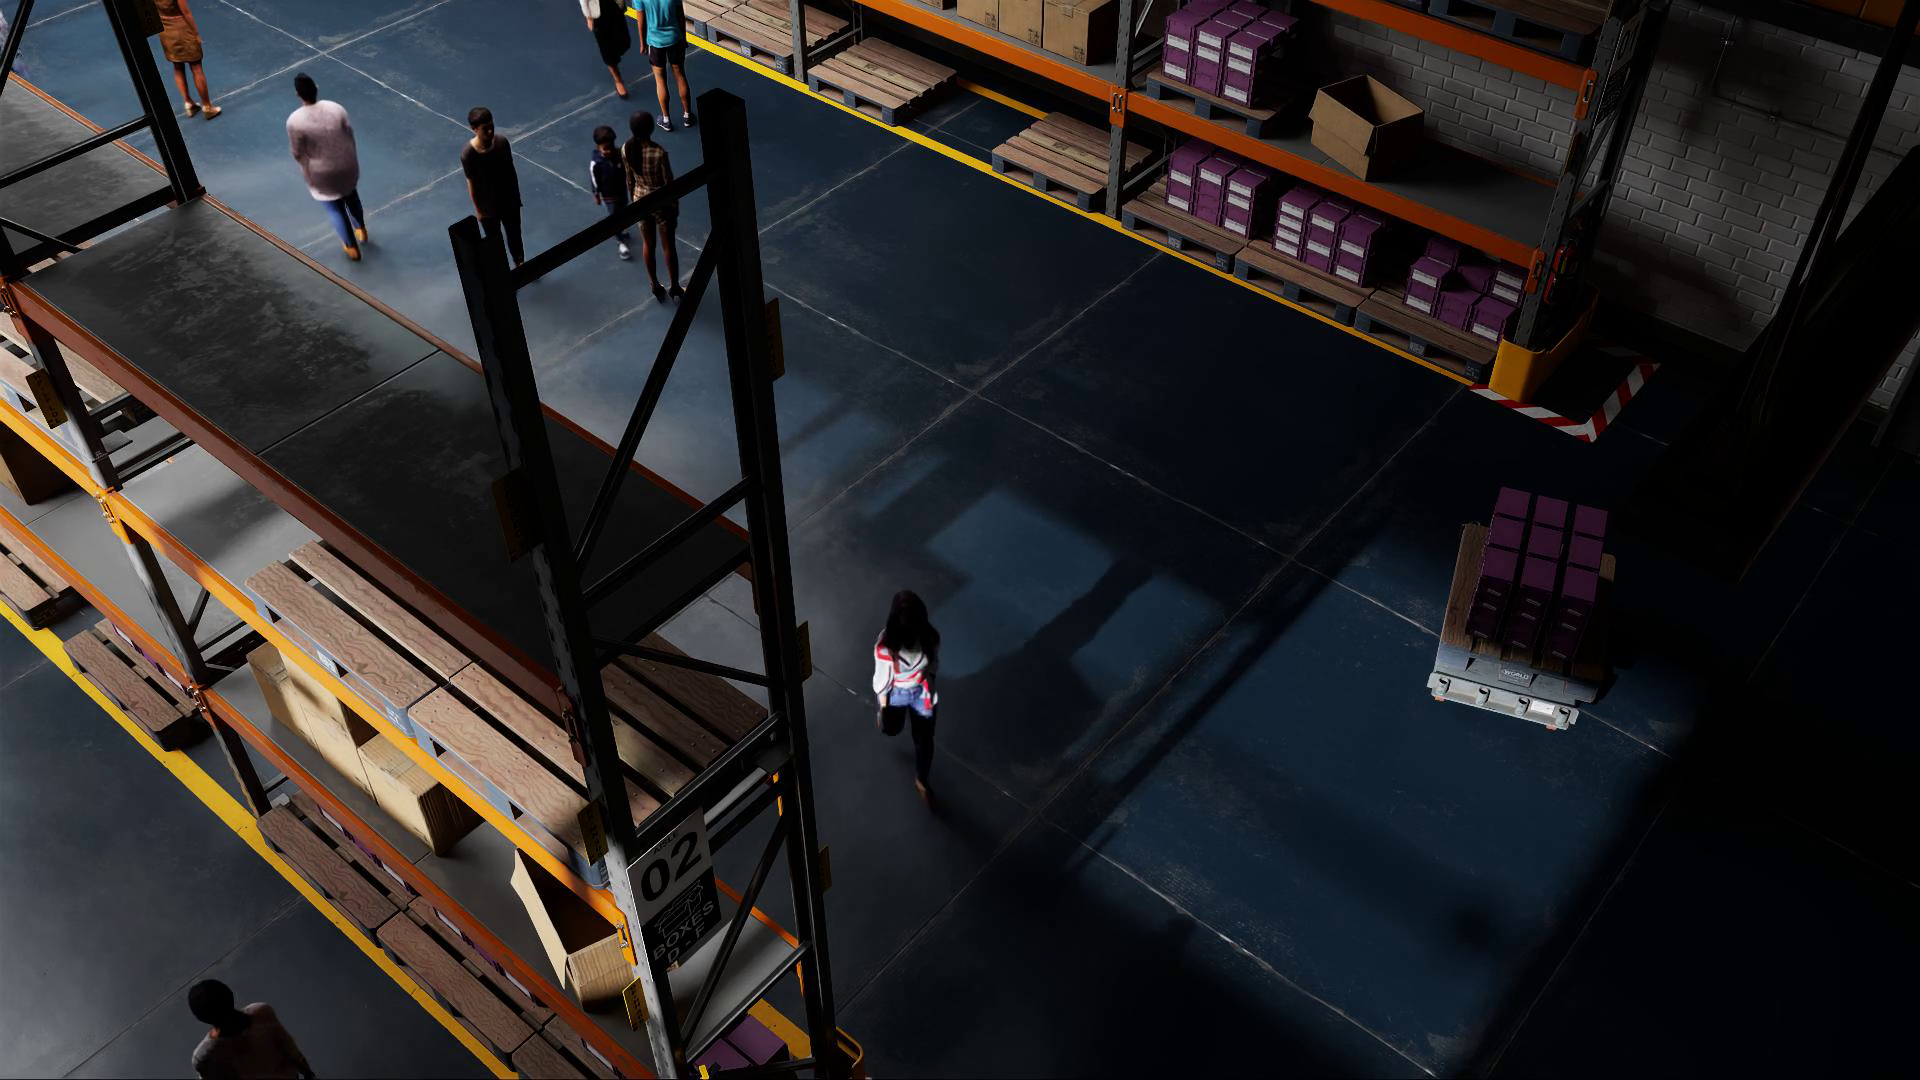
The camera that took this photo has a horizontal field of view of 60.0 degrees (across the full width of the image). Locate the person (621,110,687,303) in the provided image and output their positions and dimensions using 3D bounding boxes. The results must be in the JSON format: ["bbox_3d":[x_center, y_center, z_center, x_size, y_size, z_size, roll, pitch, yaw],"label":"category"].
[{"bbox_3d":[-2.549,-2.772,13.873,0.615,1.795,0.728,12,45,12],"label":"person"}]

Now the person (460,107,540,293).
[{"bbox_3d":[-3.937,-2.895,14.063,0.629,1.711,0.578,-32,52,-29],"label":"person"}]

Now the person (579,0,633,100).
[{"bbox_3d":[-3.554,-5.232,16.425,0.786,1.837,0.861,-27,50,-25],"label":"person"}]

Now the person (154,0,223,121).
[{"bbox_3d":[-7.619,-4.917,16.203,0.584,1.686,0.694,10,44,10],"label":"person"}]

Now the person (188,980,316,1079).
[{"bbox_3d":[-3.336,2.758,8.114,1.092,1.731,0.622,28,50,26],"label":"person"}]

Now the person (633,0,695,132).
[{"bbox_3d":[-2.847,-4.801,16.019,0.689,1.773,0.679,-14,45,-15],"label":"person"}]

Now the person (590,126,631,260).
[{"bbox_3d":[-3.051,-3.116,14.654,0.678,1.216,0.797,-21,47,-21],"label":"person"}]

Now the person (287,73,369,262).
[{"bbox_3d":[-5.414,-3.195,14.366,0.754,1.728,0.776,-28,50,-27],"label":"person"}]

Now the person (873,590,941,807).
[{"bbox_3d":[-0.358,0.883,10.184,0.916,1.591,1.072,-13,45,-13],"label":"person"}]
